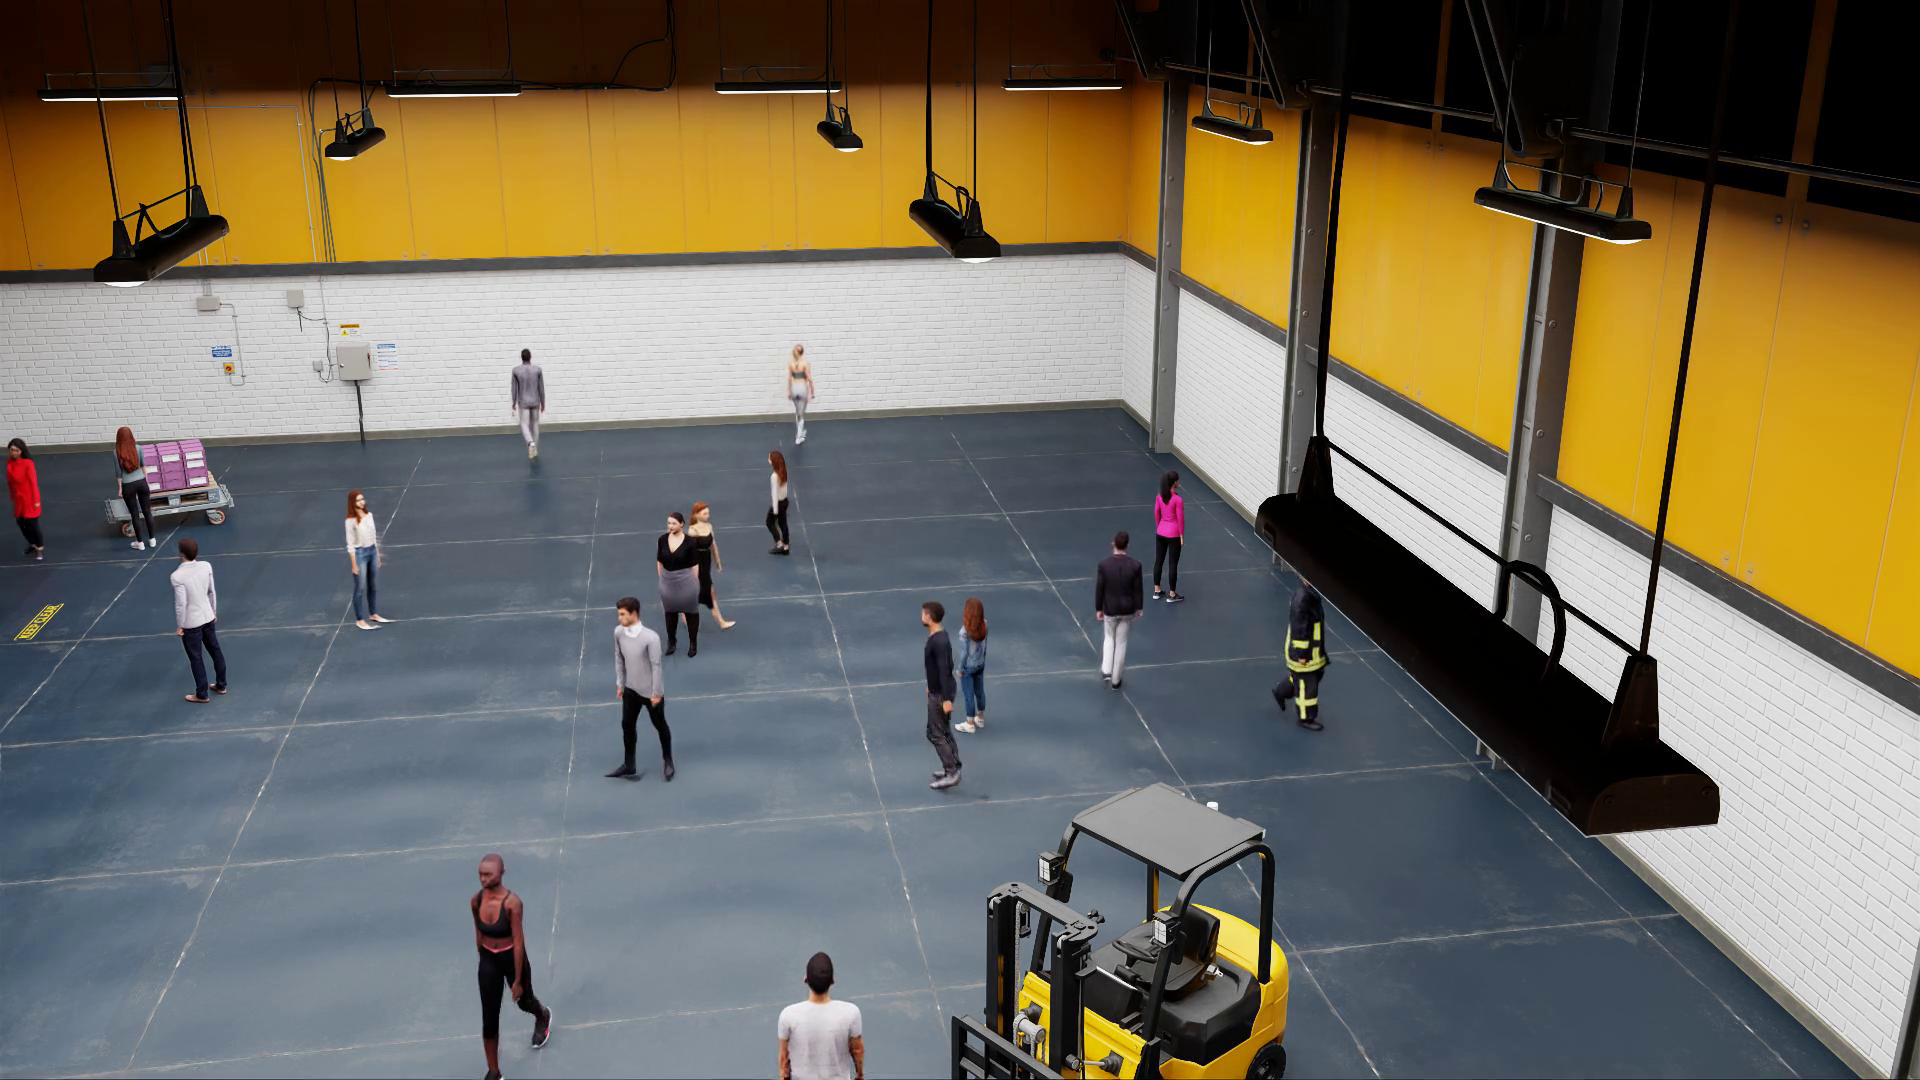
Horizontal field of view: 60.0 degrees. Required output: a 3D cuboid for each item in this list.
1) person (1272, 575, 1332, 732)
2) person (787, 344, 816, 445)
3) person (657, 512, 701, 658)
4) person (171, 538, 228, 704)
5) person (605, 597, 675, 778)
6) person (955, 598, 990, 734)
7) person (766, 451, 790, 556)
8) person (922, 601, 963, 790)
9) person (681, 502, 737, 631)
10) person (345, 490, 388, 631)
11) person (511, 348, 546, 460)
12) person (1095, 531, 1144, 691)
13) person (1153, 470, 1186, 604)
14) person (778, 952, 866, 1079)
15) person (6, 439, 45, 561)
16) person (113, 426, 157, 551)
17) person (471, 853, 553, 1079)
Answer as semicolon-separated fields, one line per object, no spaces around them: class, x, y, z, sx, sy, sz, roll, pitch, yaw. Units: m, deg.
person;3.589;1.072;17.502;1.049;1.845;0.993;8;20;23
person;-2.757;-2.460;28.245;0.831;1.682;0.982;6;19;17
person;-3.260;0.504;19.324;0.757;1.759;0.758;4;19;13
person;-8.315;0.854;18.130;0.827;1.857;0.721;8;20;23
person;-3.060;1.430;16.355;0.985;1.899;1.056;8;20;22
person;0.135;1.299;17.405;0.681;1.477;0.639;15;24;38
person;-2.401;-0.494;22.731;0.687;1.476;0.596;7;20;21
person;-0.126;1.518;16.190;0.823;1.837;0.617;-4;19;-12
person;-3.217;0.317;20.157;1.052;1.581;1.078;10;21;27
person;-7.258;0.216;20.229;0.710;1.728;0.627;10;21;27
person;-7.079;-2.217;27.305;0.812;1.822;1.017;-7;20;-20
person;1.741;0.813;18.299;0.778;1.828;0.796;4;19;12
person;2.641;-0.059;21.085;0.671;1.701;0.747;17;25;41
person;-0.871;3.474;10.383;0.741;1.837;0.850;-1;19;-4
person;-12.619;-0.540;22.486;0.840;1.719;0.836;9;21;24
person;-11.417;-0.726;23.002;0.670;1.742;0.703;-17;25;-41
person;-3.201;3.017;11.914;0.874;1.725;1.211;4;19;10
